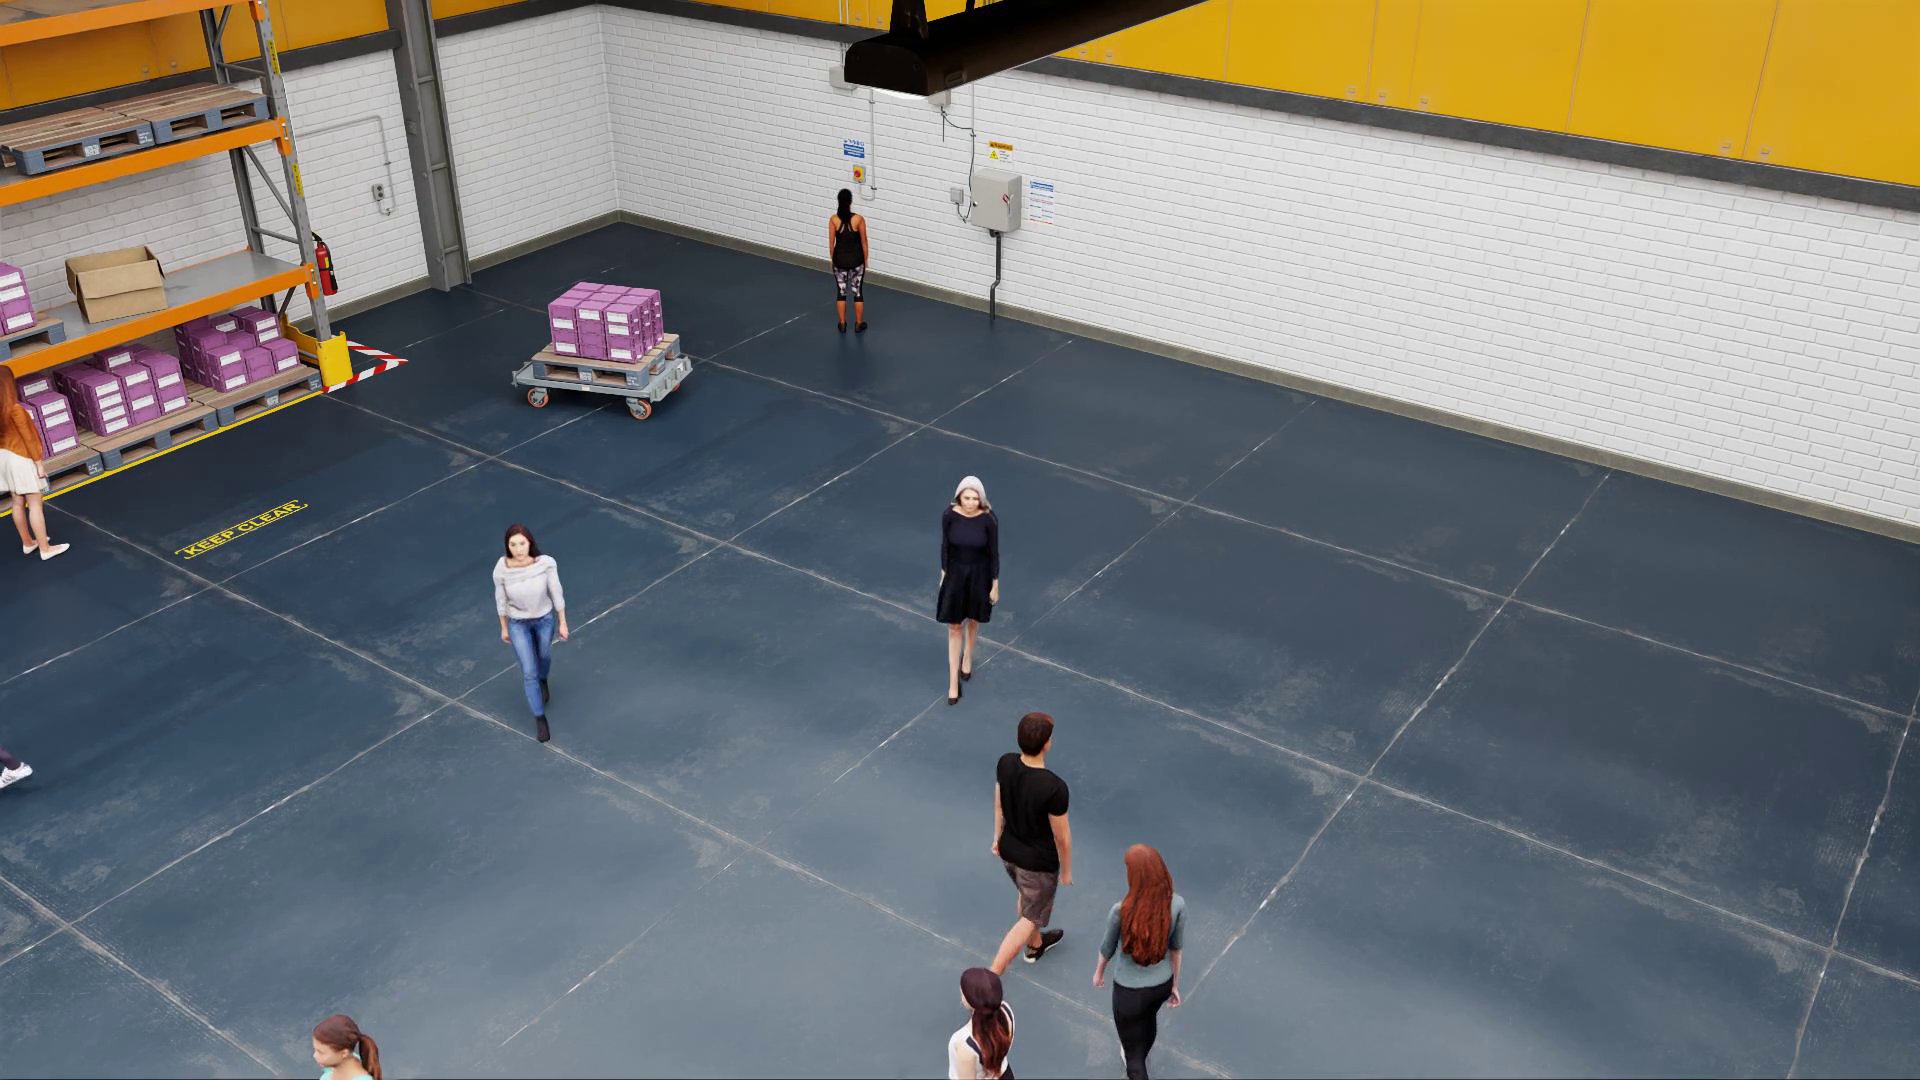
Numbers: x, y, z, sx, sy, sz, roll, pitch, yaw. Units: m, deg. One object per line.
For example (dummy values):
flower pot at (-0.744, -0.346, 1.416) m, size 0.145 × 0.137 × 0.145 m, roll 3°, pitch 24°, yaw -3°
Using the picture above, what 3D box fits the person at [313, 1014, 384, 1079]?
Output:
person at (-2.742, 2.823, 7.817) m, size 0.779 × 1.549 × 0.666 m, roll -19°, pitch 34°, yaw -31°

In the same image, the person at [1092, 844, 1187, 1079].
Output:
person at (0.944, 2.359, 8.500) m, size 1.076 × 1.710 × 1.070 m, roll -7°, pitch 29°, yaw -13°

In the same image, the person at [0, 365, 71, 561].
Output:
person at (-7.946, -0.653, 14.015) m, size 0.648 × 1.716 × 0.639 m, roll 11°, pitch 30°, yaw 19°

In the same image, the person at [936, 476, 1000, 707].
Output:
person at (0.069, 0.284, 12.281) m, size 0.882 × 1.732 × 1.015 m, roll 2°, pitch 29°, yaw 4°

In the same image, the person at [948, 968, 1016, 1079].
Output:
person at (0.122, 2.694, 7.952) m, size 0.604 × 1.647 × 0.458 m, roll 17°, pitch 33°, yaw 29°

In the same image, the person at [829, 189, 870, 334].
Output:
person at (-1.250, -3.140, 18.631) m, size 0.662 × 1.662 × 0.675 m, roll 1°, pitch 29°, yaw 3°

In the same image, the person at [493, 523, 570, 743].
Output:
person at (-3.060, 0.579, 11.894) m, size 1.067 × 1.584 × 1.050 m, roll -9°, pitch 30°, yaw -17°

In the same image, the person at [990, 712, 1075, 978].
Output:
person at (0.330, 1.811, 9.372) m, size 0.793 × 1.836 × 1.173 m, roll 25°, pitch 37°, yaw 38°
